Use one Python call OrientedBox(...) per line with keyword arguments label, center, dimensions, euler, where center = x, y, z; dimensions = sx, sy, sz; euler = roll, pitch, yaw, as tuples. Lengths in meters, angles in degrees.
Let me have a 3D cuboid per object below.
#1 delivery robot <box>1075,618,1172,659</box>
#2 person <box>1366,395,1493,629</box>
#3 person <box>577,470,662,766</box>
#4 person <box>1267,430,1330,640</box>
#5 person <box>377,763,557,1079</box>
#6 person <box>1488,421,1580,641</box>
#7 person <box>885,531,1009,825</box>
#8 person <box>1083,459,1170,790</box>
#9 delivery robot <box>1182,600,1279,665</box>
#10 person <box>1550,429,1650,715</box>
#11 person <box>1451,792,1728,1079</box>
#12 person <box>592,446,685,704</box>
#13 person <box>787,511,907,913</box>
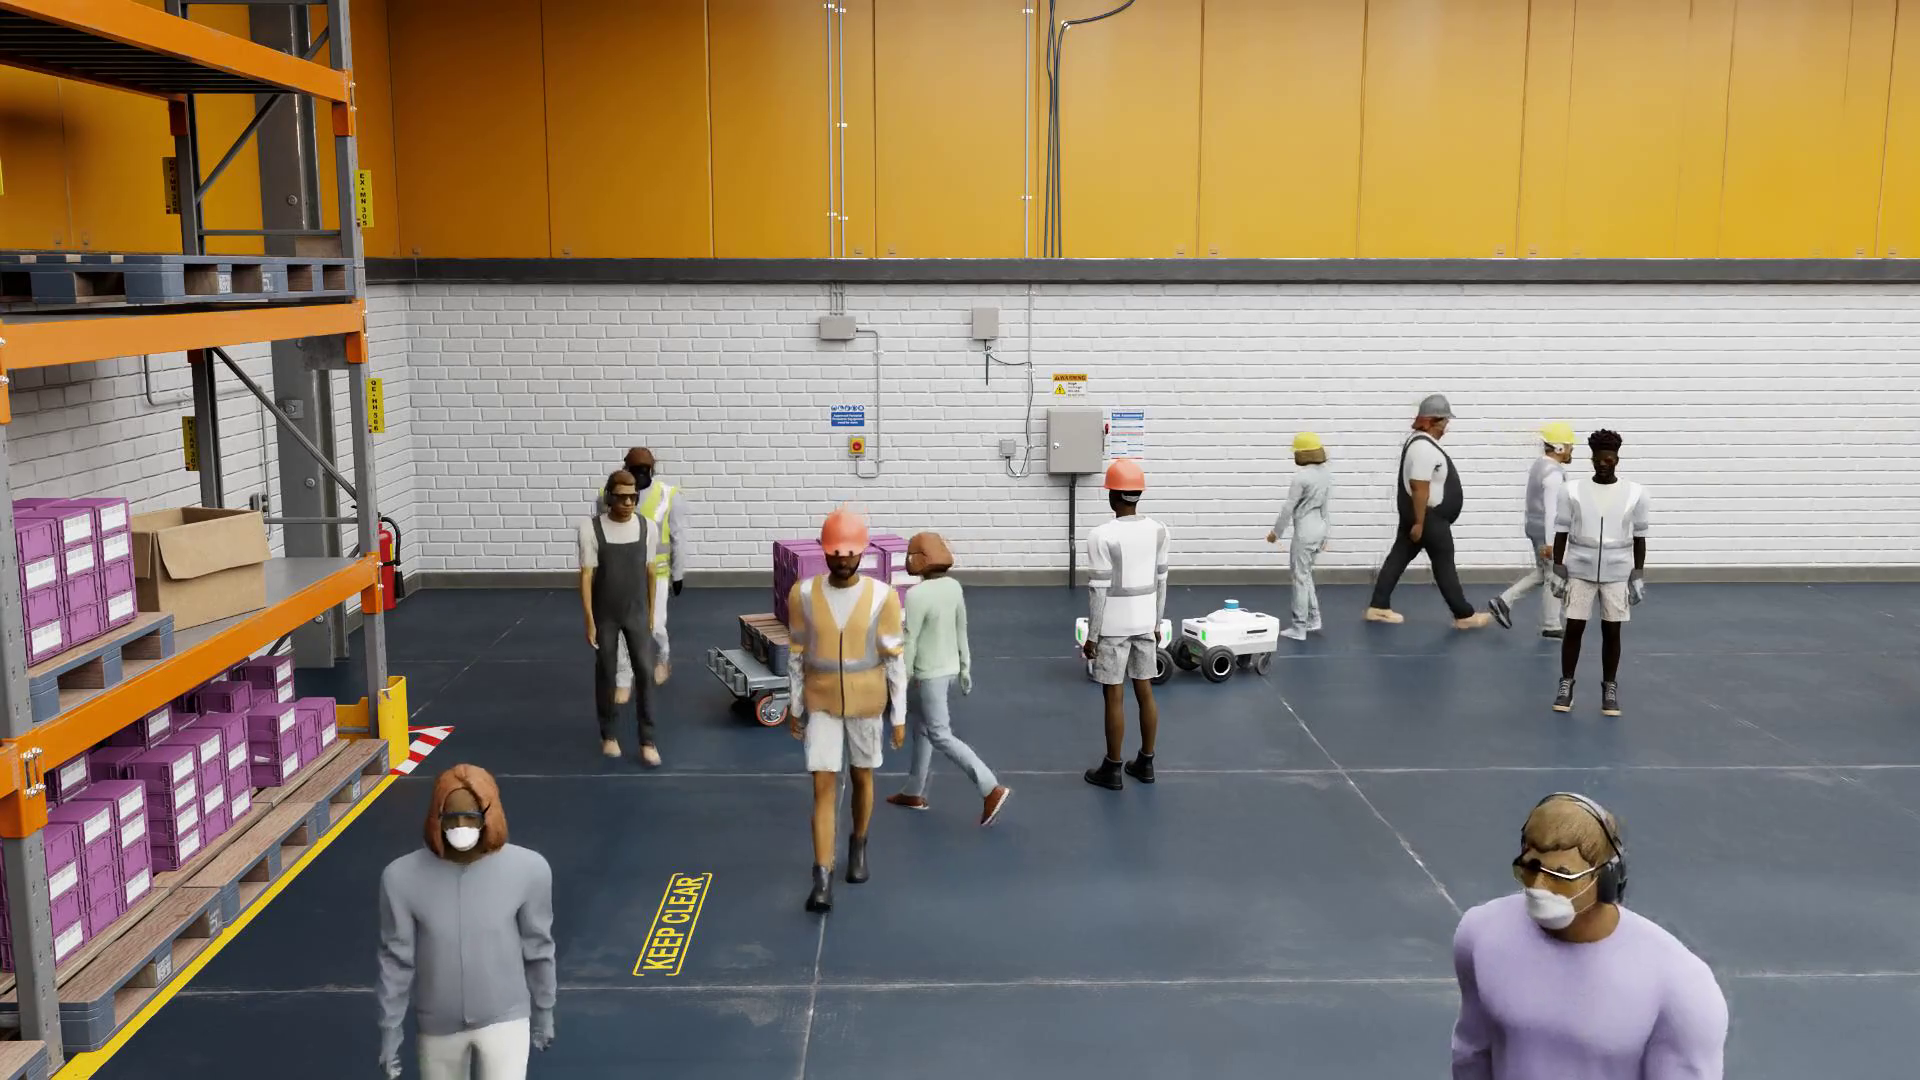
OrientedBox(label="delivery robot", center=(1.210, 0.708, 12.339), dimensions=(0.707, 0.478, 0.477), euler=(1, 9, 6))
OrientedBox(label="person", center=(3.968, -0.270, 14.078), dimensions=(1.030, 2.000, 0.689), euler=(1, 9, 5))
OrientedBox(label="person", center=(-2.060, 0.484, 10.137), dimensions=(0.512, 1.815, 0.792), euler=(-4, 10, -22))
OrientedBox(label="person", center=(2.791, -0.045, 13.670), dimensions=(0.435, 1.730, 0.520), euler=(7, 12, 37))
OrientedBox(label="person", center=(-1.473, 1.427, 5.024), dimensions=(0.505, 1.608, 0.800), euler=(-2, 9, -10))
OrientedBox(label="person", center=(4.726, -0.068, 13.561), dimensions=(0.612, 1.816, 0.590), euler=(1, 9, 8))
OrientedBox(label="person", center=(-0.071, 0.755, 9.162), dimensions=(0.786, 1.601, 0.514), euler=(5, 10, 27))
OrientedBox(label="person", center=(0.954, 0.492, 9.721), dimensions=(0.544, 1.939, 0.354), euler=(-5, 11, -30))
OrientedBox(label="delivery robot", center=(2.028, 0.691, 12.445), dimensions=(0.707, 0.478, 0.477), euler=(-4, 10, -23))
OrientedBox(label="person", center=(4.344, 0.217, 11.323), dimensions=(0.613, 1.963, 0.362), euler=(3, 10, 20))
OrientedBox(label="person", center=(1.295, 1.499, 3.658), dimensions=(0.652, 1.891, 0.982), euler=(9, 13, 42))
OrientedBox(label="person", center=(-2.254, 0.232, 11.684), dimensions=(0.652, 1.822, 0.531), euler=(1, 9, 4))
OrientedBox(label="person", center=(-0.544, 0.809, 7.918), dimensions=(0.580, 1.886, 0.955), euler=(0, 9, 0))
